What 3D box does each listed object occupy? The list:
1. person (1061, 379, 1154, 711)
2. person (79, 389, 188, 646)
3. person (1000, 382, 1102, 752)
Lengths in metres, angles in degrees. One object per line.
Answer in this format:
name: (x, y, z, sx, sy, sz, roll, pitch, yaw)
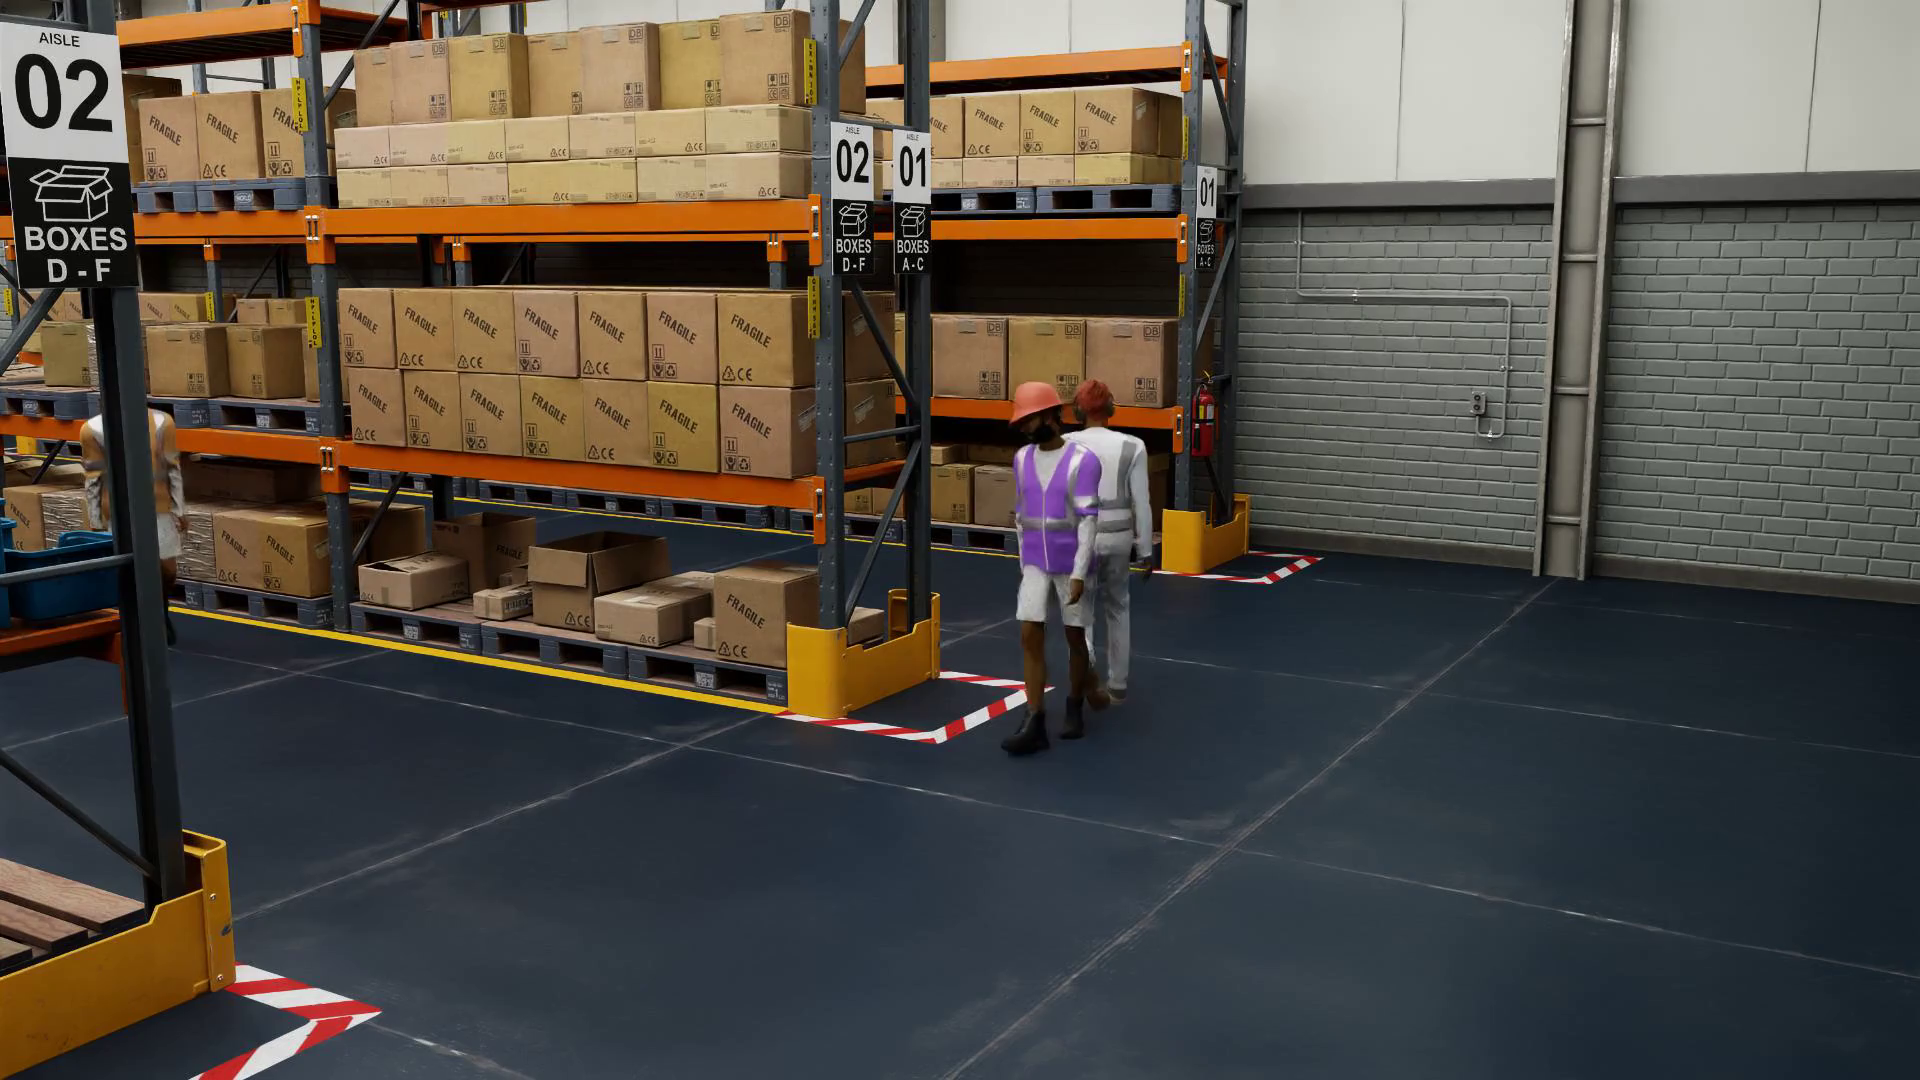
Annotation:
person: (0.767, 0.046, 9.202, 0.625, 1.859, 0.685, 1, 10, 3)
person: (-5.170, -0.189, 10.440, 0.576, 1.907, 0.596, -6, 12, -33)
person: (0.446, 0.146, 8.556, 0.546, 1.885, 0.775, 5, 11, 27)
